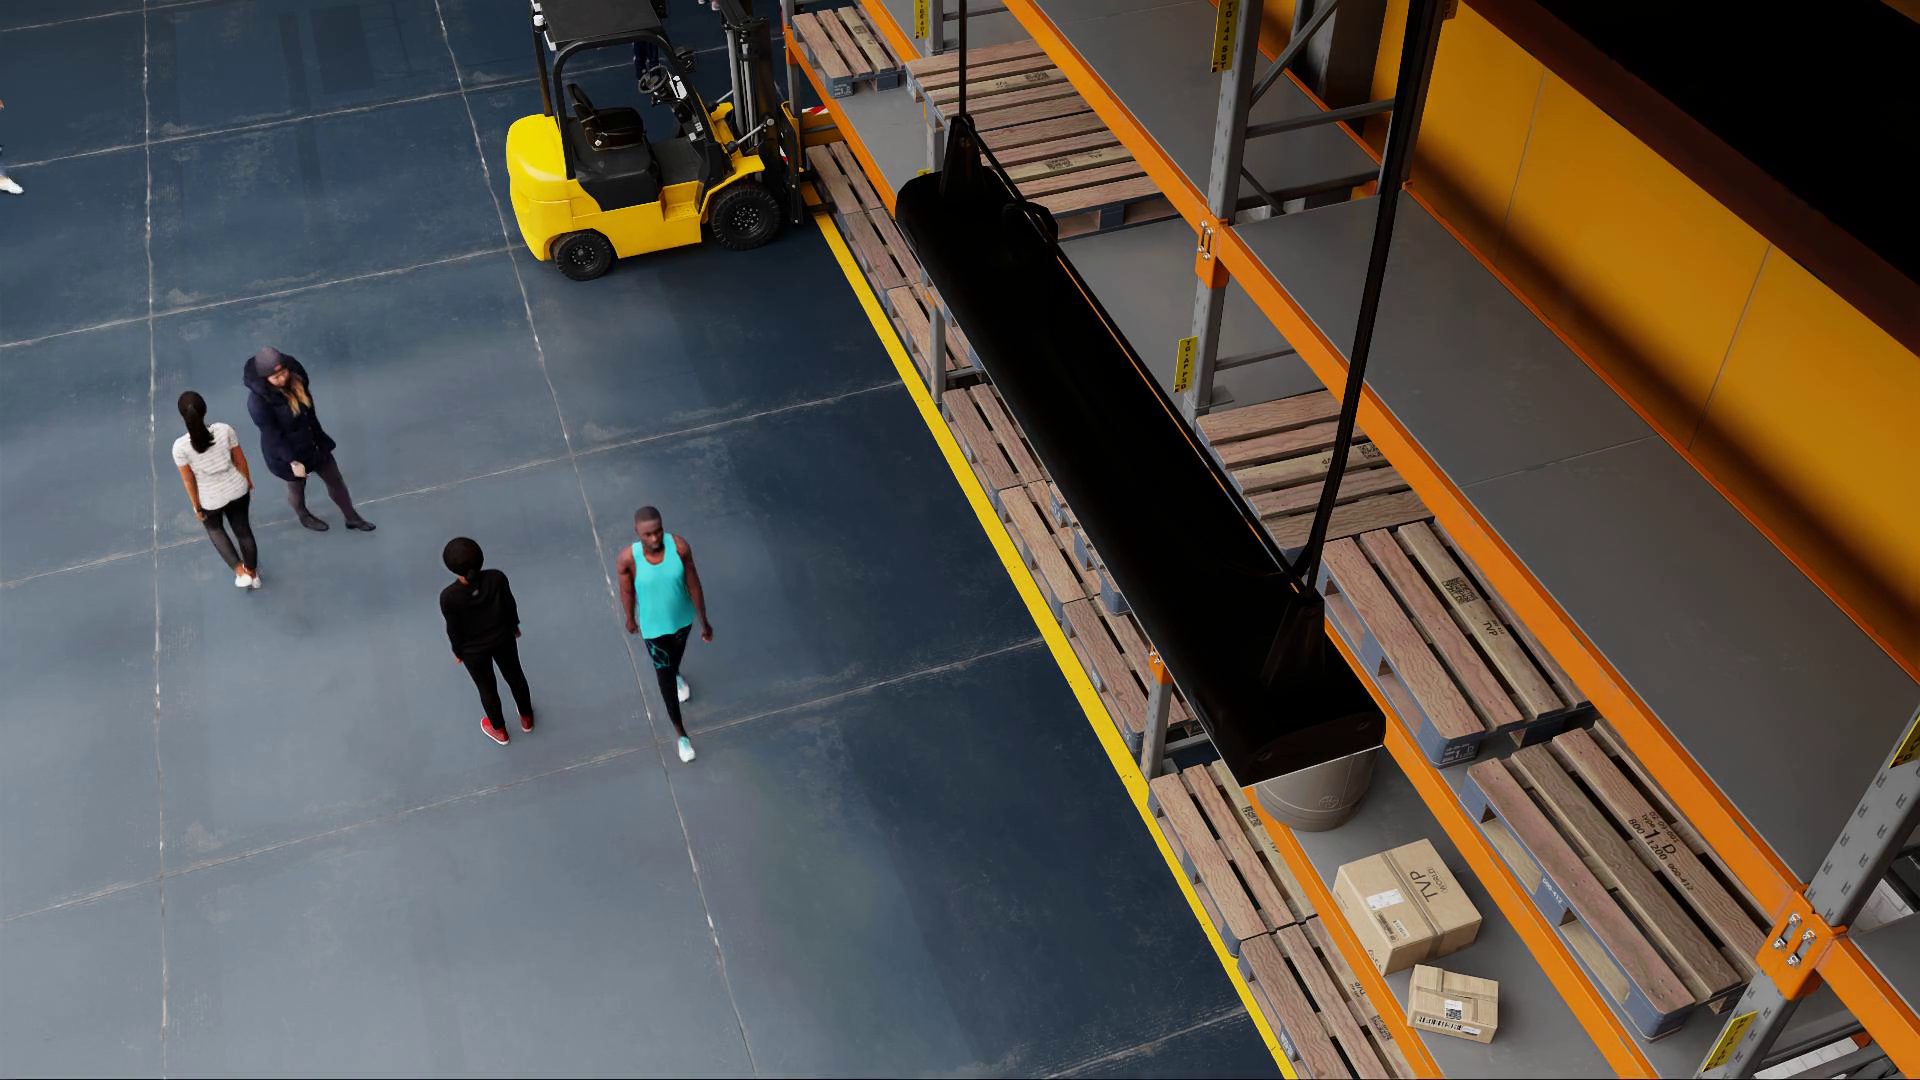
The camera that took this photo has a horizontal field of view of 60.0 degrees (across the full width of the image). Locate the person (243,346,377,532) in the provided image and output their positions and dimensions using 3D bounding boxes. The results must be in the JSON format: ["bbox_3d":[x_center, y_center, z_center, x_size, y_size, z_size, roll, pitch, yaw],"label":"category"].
[{"bbox_3d":[-4.684,-0.684,11.534,0.982,1.658,0.920,18,46,18],"label":"person"}]

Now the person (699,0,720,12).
[{"bbox_3d":[-2.705,-6.503,17.562,0.727,1.768,0.584,-30,51,-28],"label":"person"}]

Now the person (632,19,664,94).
[{"bbox_3d":[-3.111,-5.003,16.358,0.579,1.257,0.609,8,44,8],"label":"person"}]

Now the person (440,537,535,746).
[{"bbox_3d":[-2.890,0.609,10.164,0.652,1.675,0.620,-26,49,-25],"label":"person"}]

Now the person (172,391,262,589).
[{"bbox_3d":[-4.895,-0.265,11.112,0.670,1.633,0.713,-30,51,-28],"label":"person"}]

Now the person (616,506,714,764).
[{"bbox_3d":[-1.841,0.416,10.294,0.685,1.776,1.114,-17,46,-17],"label":"person"}]
